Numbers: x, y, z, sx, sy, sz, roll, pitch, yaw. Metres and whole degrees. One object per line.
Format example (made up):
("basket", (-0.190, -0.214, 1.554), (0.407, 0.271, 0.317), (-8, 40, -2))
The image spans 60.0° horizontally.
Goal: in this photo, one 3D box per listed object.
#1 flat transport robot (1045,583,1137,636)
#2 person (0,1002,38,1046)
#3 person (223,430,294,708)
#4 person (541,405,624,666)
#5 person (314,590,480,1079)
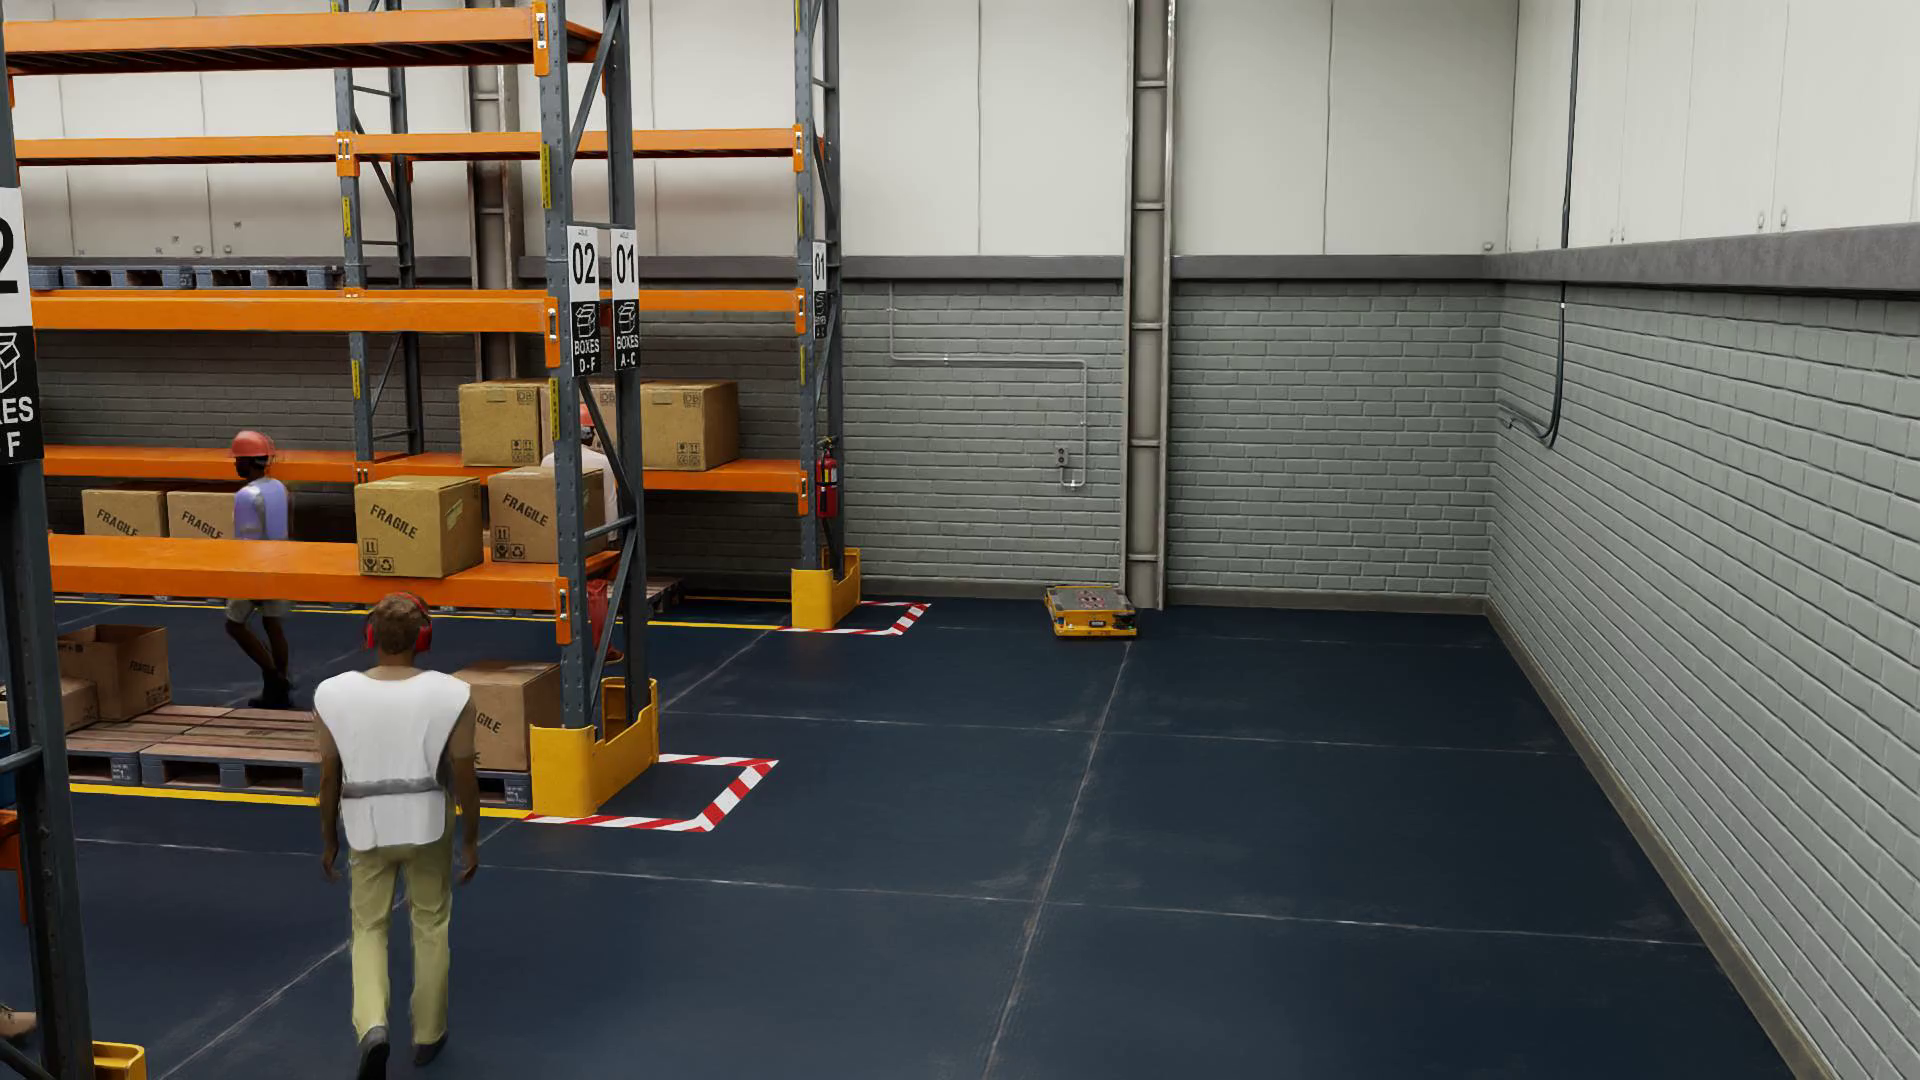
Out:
("flat transport robot", (1.094, 0.581, 14.156), (0.652, 0.197, 1.431), (0, 9, -1))
("person", (-3.920, 0.973, 6.376), (0.958, 1.995, 0.633), (-1, 9, -8))
("person", (-4.776, 0.213, 11.318), (0.407, 1.918, 0.555), (2, 9, 12))
("person", (-2.866, -0.028, 12.616), (0.612, 1.990, 0.392), (2, 9, 15))
("person", (-2.055, 1.098, 6.107), (0.589, 1.829, 0.624), (-2, 9, -12))
